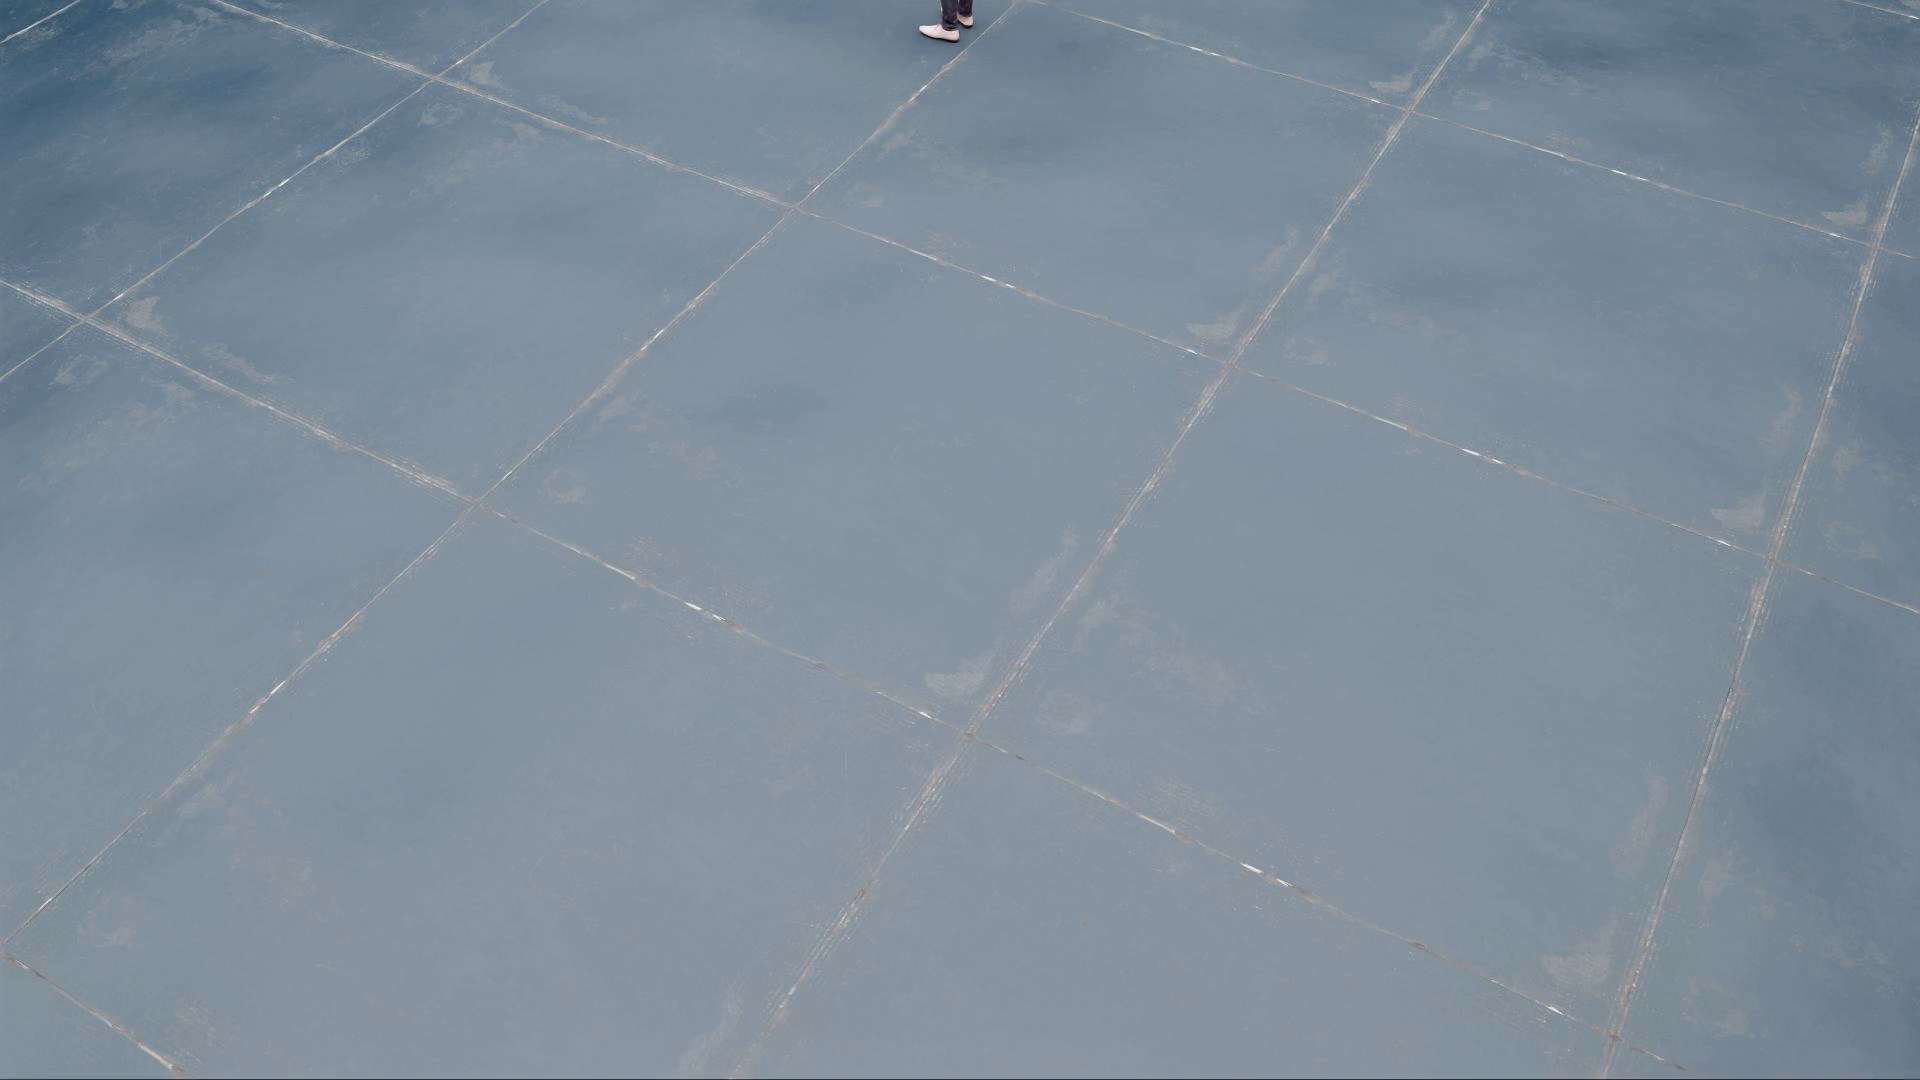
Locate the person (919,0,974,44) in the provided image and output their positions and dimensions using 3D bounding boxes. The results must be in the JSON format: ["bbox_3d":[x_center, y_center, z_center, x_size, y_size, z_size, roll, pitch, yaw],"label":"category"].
[{"bbox_3d":[-0.064,-4.283,11.286,0.579,1.822,0.681,24,52,21],"label":"person"}]
